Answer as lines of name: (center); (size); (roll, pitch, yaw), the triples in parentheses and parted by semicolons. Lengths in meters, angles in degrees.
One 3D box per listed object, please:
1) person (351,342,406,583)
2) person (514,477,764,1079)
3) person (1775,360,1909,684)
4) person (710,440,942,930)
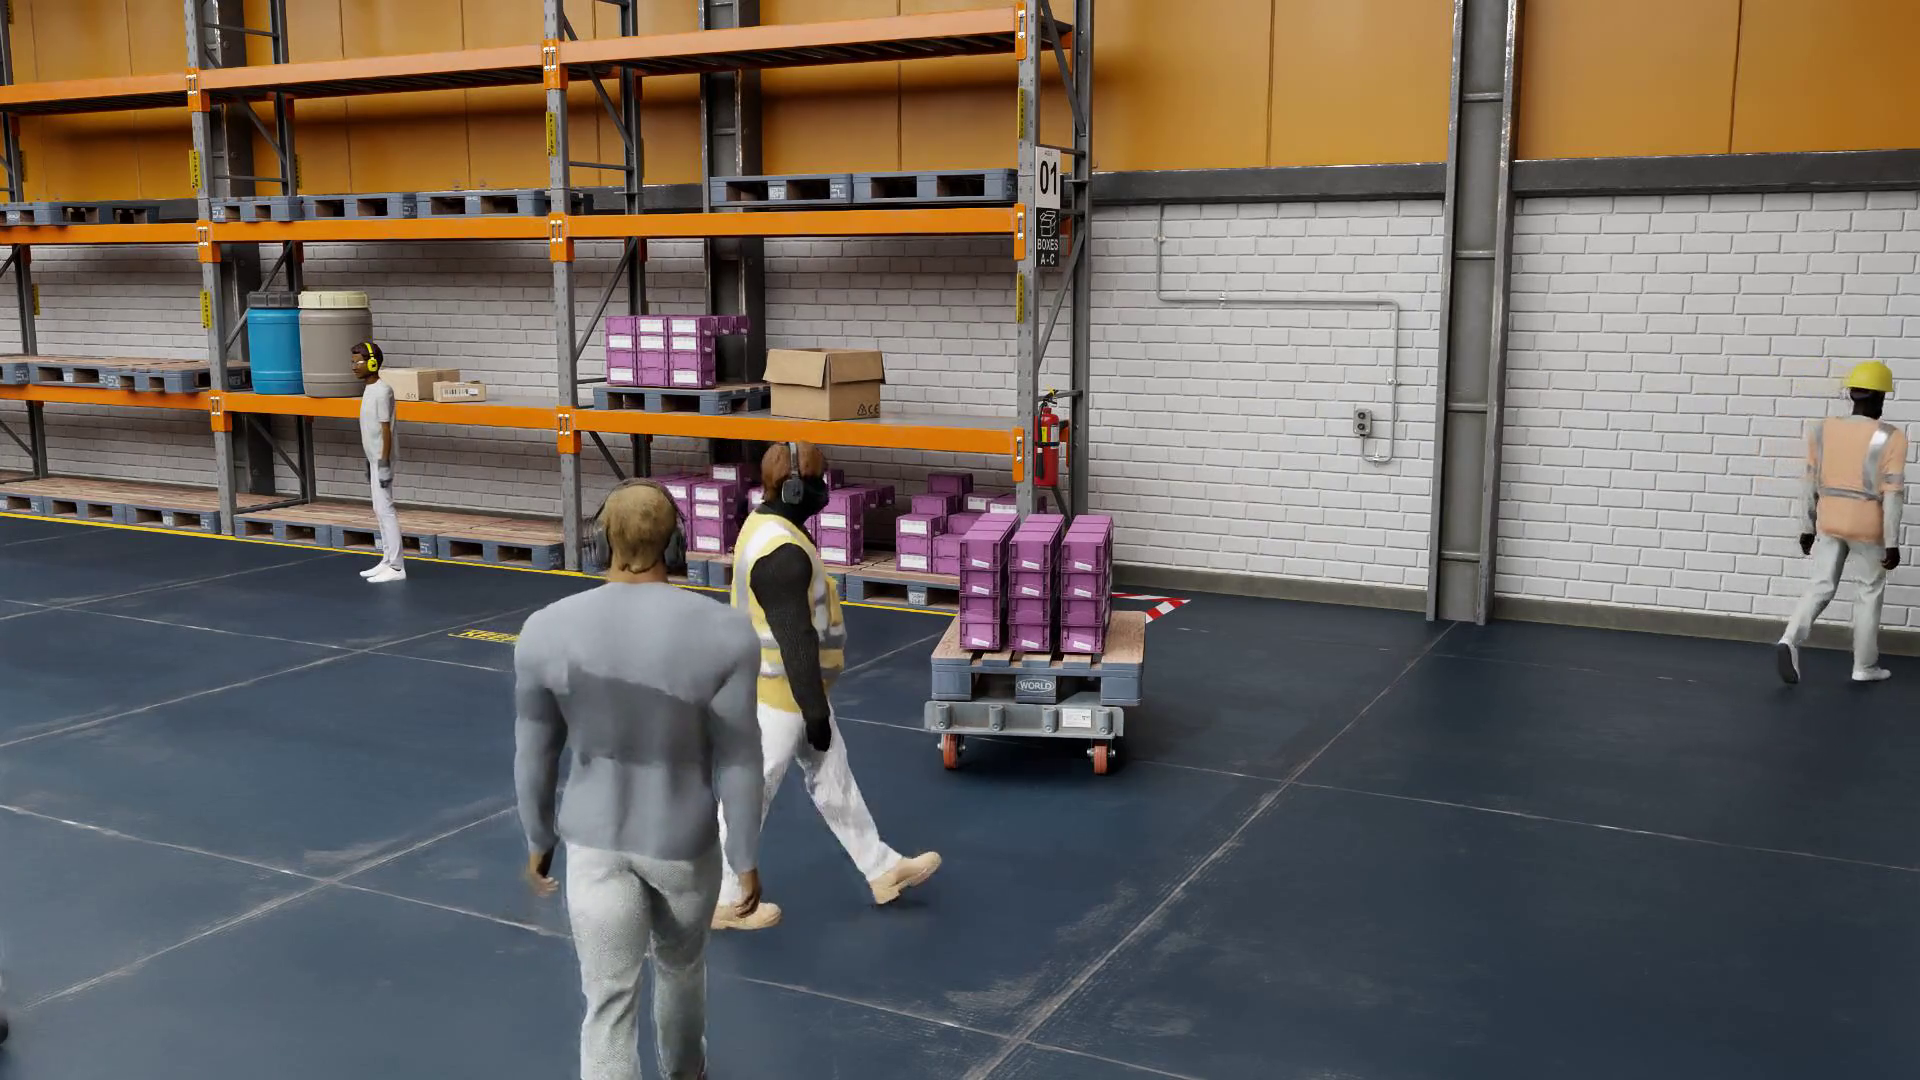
person: (-4.526, -0.603, 12.931); (0.325, 1.862, 0.514); (-5, 11, -30)
person: (-0.838, 0.771, 4.384); (0.647, 1.885, 1.009); (-1, 9, -5)
person: (5.110, -0.084, 9.584); (0.831, 1.902, 0.597); (-5, 11, -30)
person: (-0.525, 0.538, 6.061); (0.949, 1.798, 0.656); (-1, 9, -7)
